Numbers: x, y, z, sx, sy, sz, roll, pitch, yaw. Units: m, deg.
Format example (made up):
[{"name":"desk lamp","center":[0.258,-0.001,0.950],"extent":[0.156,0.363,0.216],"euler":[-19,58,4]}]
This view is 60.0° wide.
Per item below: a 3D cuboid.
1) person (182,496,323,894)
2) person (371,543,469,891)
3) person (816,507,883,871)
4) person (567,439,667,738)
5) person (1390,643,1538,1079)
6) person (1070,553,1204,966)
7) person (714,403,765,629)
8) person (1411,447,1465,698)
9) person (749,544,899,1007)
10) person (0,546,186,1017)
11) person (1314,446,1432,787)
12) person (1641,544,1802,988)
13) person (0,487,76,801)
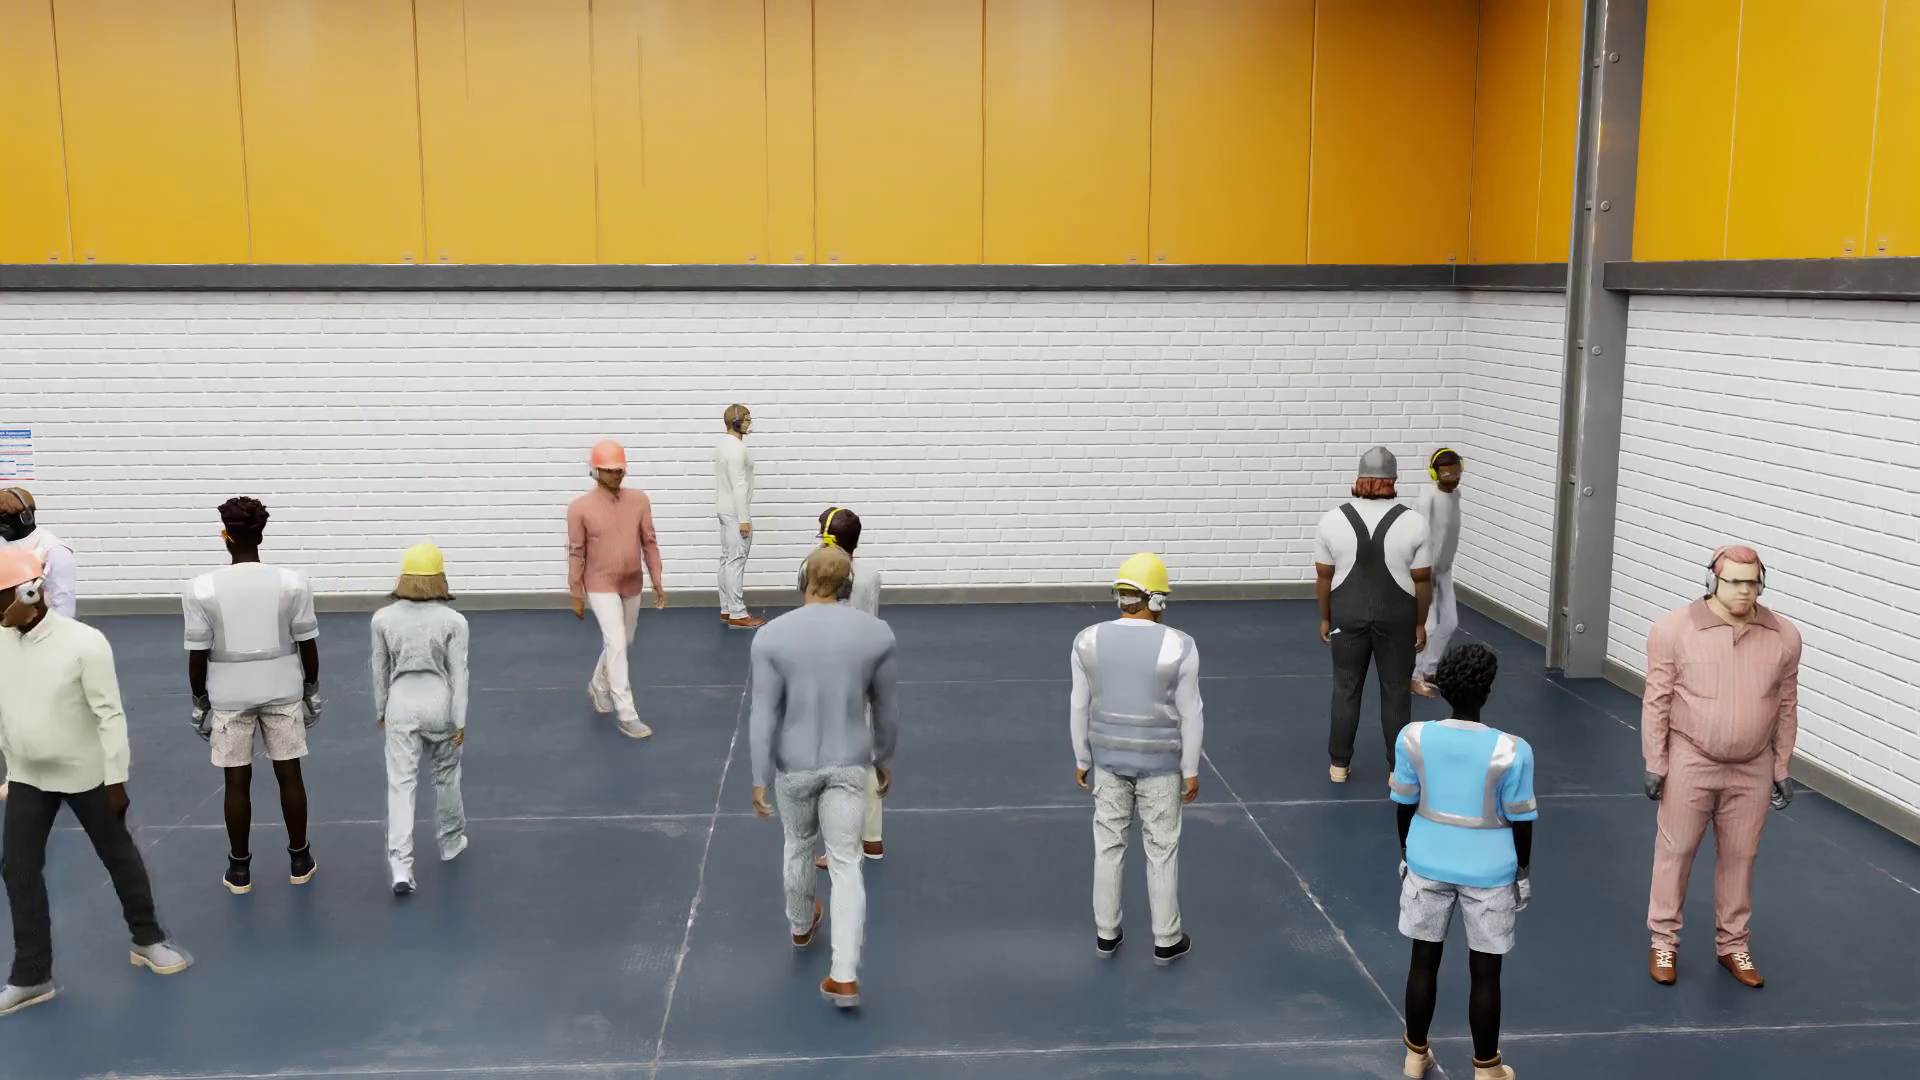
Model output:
[{"name":"person","center":[-3.469,0.756,8.198],"extent":[0.612,1.965,0.361],"euler":[-4,10,-26]},{"name":"person","center":[-2.702,0.865,8.336],"extent":[0.500,1.705,0.865],"euler":[-1,9,-7]},{"name":"person","center":[-0.589,0.760,8.495],"extent":[0.311,1.865,0.533],"euler":[5,10,30]},{"name":"person","center":[-2.347,0.285,11.185],"extent":[0.604,1.962,0.980],"euler":[-8,12,-43]},{"name":"person","center":[1.855,1.216,6.149],"extent":[0.535,1.700,0.318],"euler":[6,11,33]},{"name":"person","center":[0.785,0.965,7.347],"extent":[0.591,1.822,0.404],"euler":[4,10,23]},{"name":"person","center":[-1.926,-0.208,14.338],"extent":[0.370,1.941,0.627],"euler":[-3,10,-20]},{"name":"person","center":[3.393,0.236,11.885],"extent":[0.549,1.829,0.481],"euler":[-8,12,-41]},{"name":"person","center":[-0.581,0.966,7.129],"extent":[0.653,1.876,1.019],"euler":[-2,9,-10]},{"name":"person","center":[-3.735,0.971,6.962],"extent":[0.663,1.943,0.710],"euler":[1,9,7]},{"name":"person","center":[2.468,0.445,9.921],"extent":[0.678,2.000,0.537],"euler":[4,10,21]},{"name":"person","center":[3.246,0.961,7.107],"extent":[0.643,1.908,0.411],"euler":[1,9,5]},{"name":"person","center":[-5.368,0.607,9.545],"extent":[0.619,1.840,0.430],"euler":[3,10,19]}]
